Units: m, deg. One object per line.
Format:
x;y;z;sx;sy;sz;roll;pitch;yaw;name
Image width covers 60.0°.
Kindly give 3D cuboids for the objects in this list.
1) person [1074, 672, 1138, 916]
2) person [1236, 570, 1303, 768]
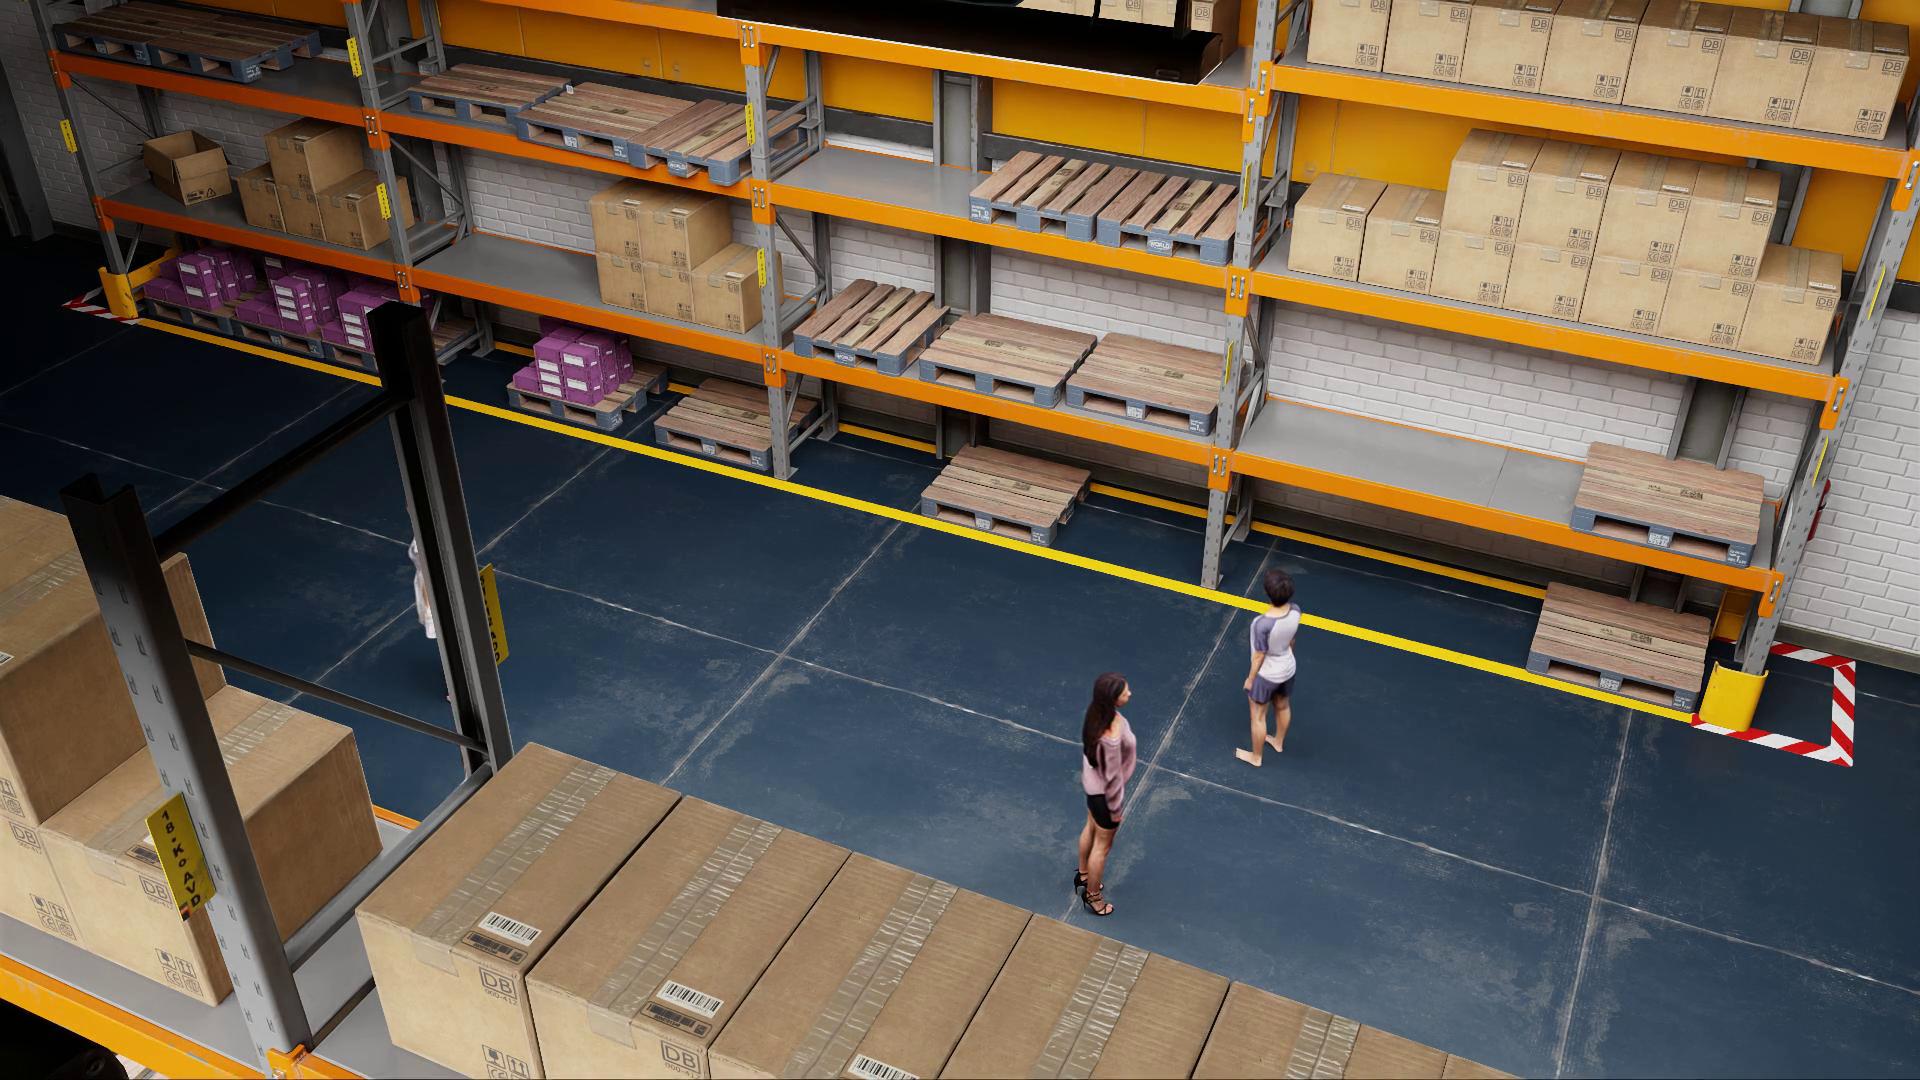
0.868;1.535;10.139;0.725;1.810;0.707;-5;34;-8;person
2.135;0.867;11.364;0.648;1.566;0.668;-21;39;-29;person
